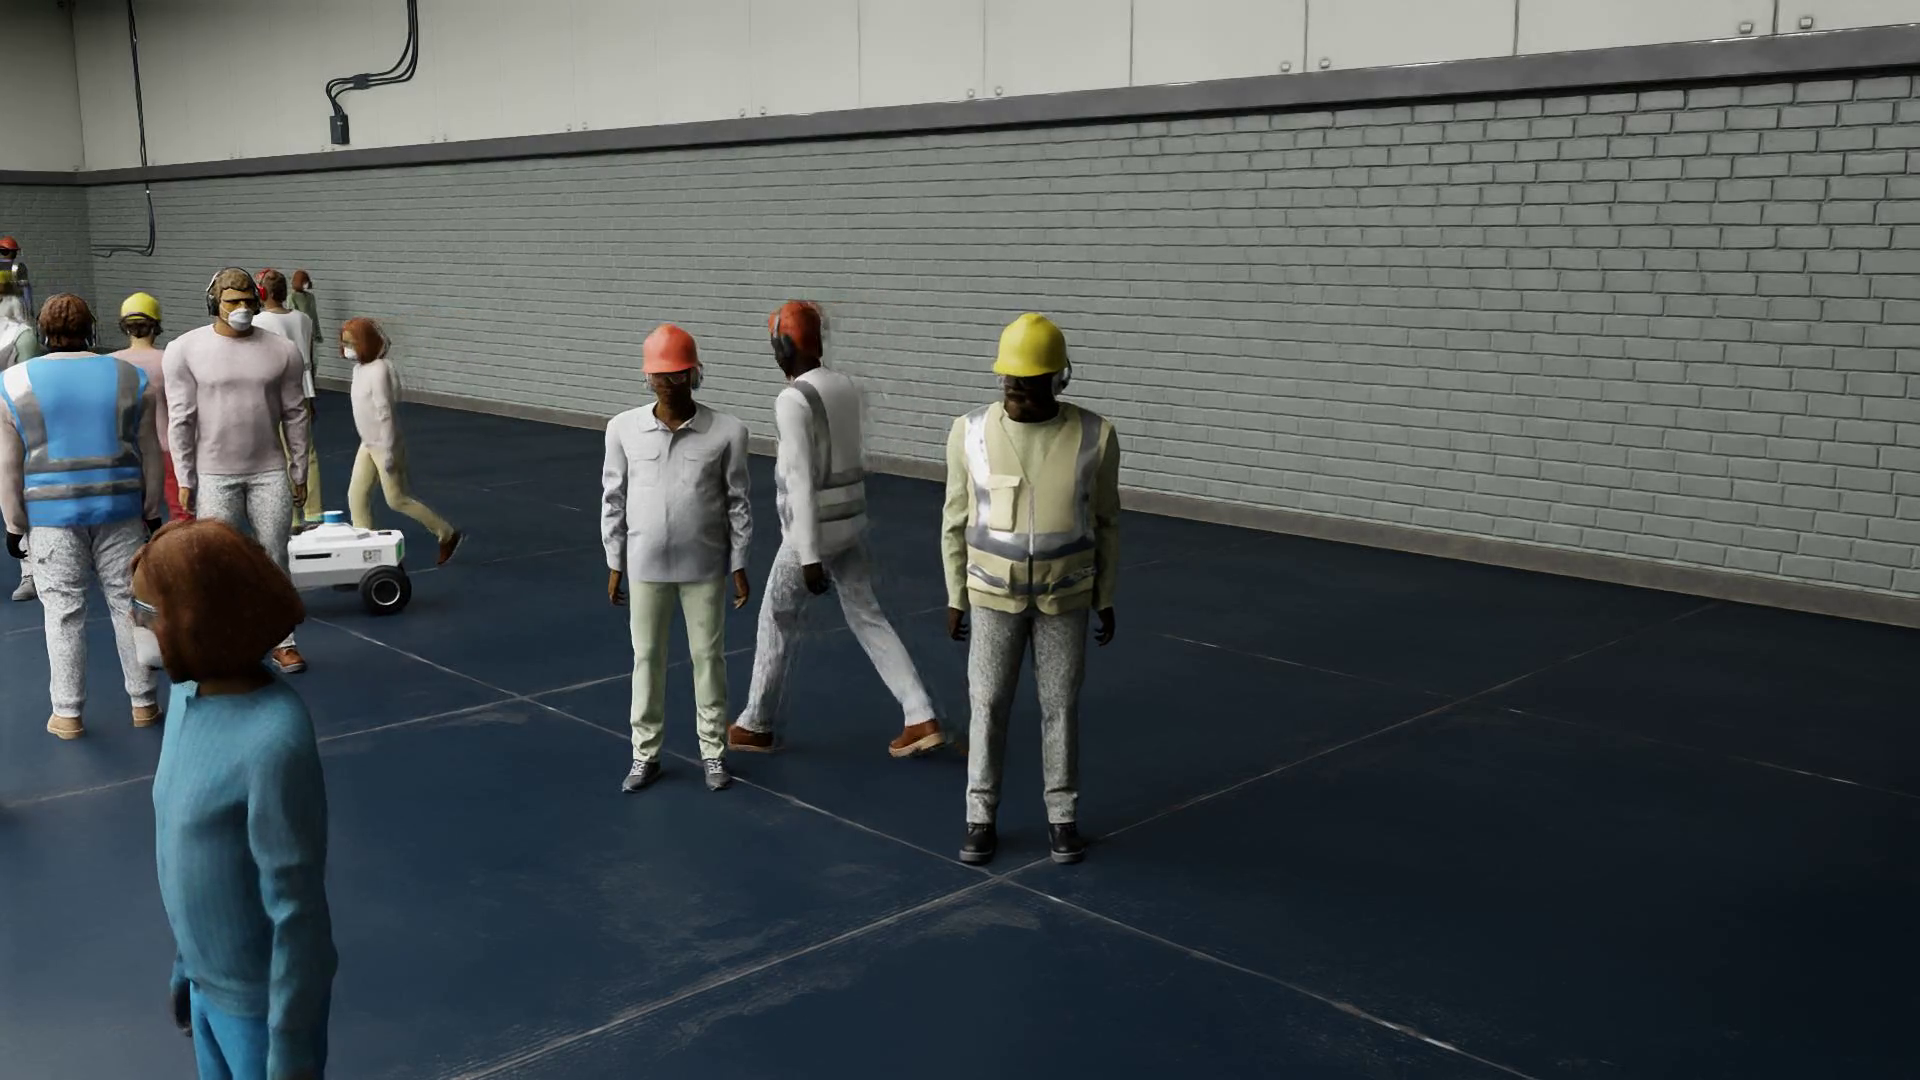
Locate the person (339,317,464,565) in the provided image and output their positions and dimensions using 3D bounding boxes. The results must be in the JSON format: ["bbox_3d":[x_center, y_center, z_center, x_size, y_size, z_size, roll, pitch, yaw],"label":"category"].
[{"bbox_3d":[-3.467,-0.573,10.162,0.779,1.595,0.544,-8,13,-36],"label":"person"}]

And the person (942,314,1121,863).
[{"bbox_3d":[0.236,0.172,5.496,0.592,1.825,0.404,0,10,2],"label":"person"}]

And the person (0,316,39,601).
[{"bbox_3d":[-5.521,-0.618,9.468,0.605,1.948,0.391,0,10,0],"label":"person"}]

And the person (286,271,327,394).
[{"bbox_3d":[-8.505,-2.667,21.588,0.365,1.614,0.594,3,11,17],"label":"person"}]

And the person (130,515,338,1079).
[{"bbox_3d":[-1.203,0.763,2.799,0.281,1.629,0.511,-9,14,-40],"label":"person"}]

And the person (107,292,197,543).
[{"bbox_3d":[-4.497,-0.489,9.263,0.537,1.764,0.333,-3,11,-14],"label":"person"}]

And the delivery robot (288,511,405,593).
[{"bbox_3d":[-3.446,0.083,9.183,0.707,0.478,0.477,-4,11,-22],"label":"delivery robot"}]

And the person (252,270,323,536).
[{"bbox_3d":[-4.675,-0.937,11.518,0.393,1.836,0.633,4,11,23],"label":"person"}]

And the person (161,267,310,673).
[{"bbox_3d":[-3.371,-0.308,7.829,0.625,1.933,0.375,-7,13,-34],"label":"person"}]

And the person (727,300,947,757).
[{"bbox_3d":[-0.503,-0.026,6.563,0.981,1.843,0.590,5,12,27],"label":"person"}]

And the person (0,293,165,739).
[{"bbox_3d":[-3.643,-0.098,6.922,0.628,1.843,0.429,-7,13,-35],"label":"person"}]

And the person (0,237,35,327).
[{"bbox_3d":[-14.357,-3.560,25.247,0.608,2.044,0.370,1,10,6],"label":"person"}]

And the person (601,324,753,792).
[{"bbox_3d":[-1.057,0.075,6.216,0.562,1.752,0.327,-1,10,-3],"label":"person"}]
